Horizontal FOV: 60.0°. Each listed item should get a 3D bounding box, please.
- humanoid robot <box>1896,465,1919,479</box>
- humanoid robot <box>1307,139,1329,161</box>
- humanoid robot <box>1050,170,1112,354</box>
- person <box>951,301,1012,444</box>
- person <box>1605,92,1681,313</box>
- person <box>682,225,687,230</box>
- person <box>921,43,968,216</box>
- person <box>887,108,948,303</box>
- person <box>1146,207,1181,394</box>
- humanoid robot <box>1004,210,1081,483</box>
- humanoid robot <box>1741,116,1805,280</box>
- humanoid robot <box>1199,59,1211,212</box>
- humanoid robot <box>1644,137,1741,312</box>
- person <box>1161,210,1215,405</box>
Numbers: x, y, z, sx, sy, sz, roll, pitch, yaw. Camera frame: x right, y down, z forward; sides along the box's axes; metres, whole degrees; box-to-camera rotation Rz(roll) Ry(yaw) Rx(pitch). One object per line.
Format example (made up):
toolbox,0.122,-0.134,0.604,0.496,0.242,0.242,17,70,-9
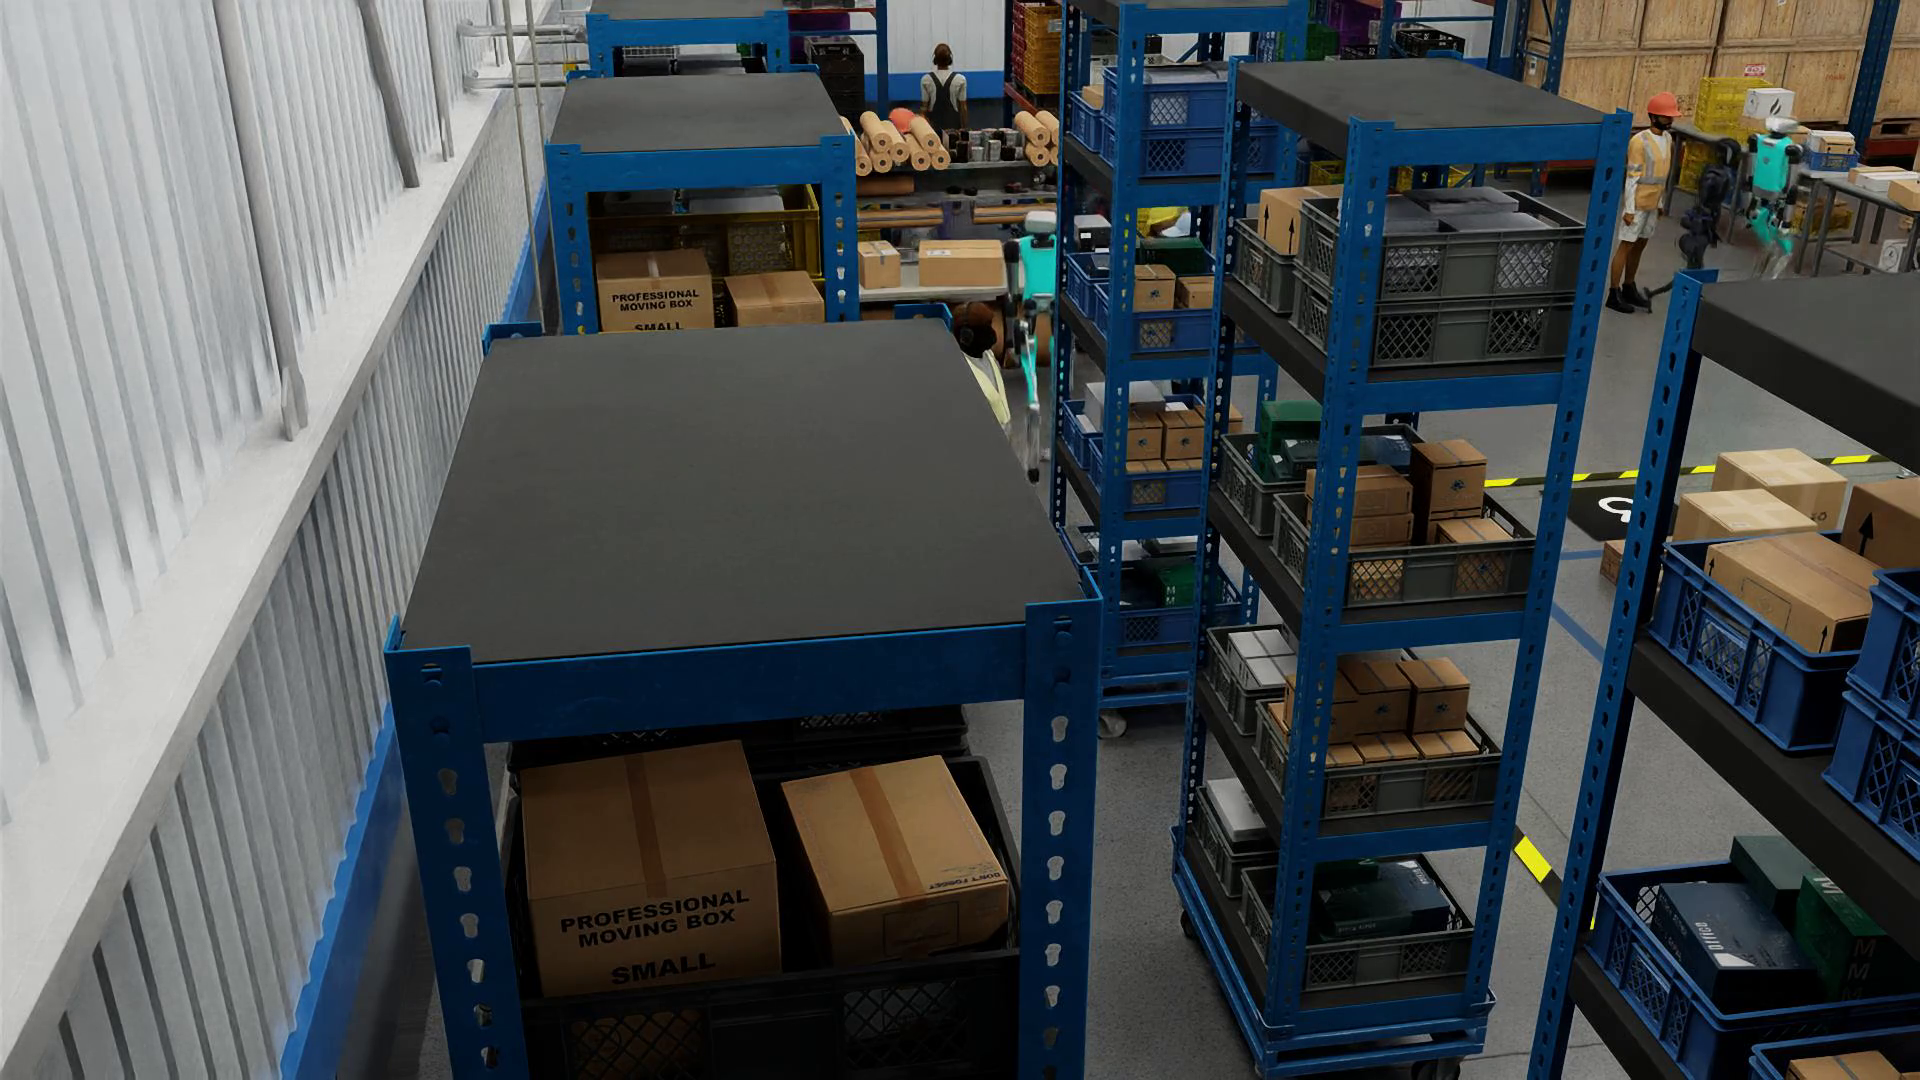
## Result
humanoid robot,6.425,-1.143,10.869,0.735,1.674,0.533,-11,27,-22
humanoid robot,3.973,-4.447,18.308,0.446,1.646,0.603,-6,25,-13
humanoid robot,1.001,-2.280,13.598,0.585,1.640,0.549,-3,25,-5
person,0.077,-0.448,9.387,0.429,1.846,0.626,8,26,16
person,6.115,-3.007,14.838,0.542,1.939,0.357,-18,30,-34
person,-2.220,-2.683,14.243,0.570,1.849,0.460,3,25,6
person,-0.171,-4.448,18.079,0.505,1.846,0.346,0,25,0
person,-0.386,-2.555,13.775,0.743,2.003,0.621,-12,27,-25
person,1.526,-1.658,12.188,0.504,1.705,0.745,7,26,15
humanoid robot,0.564,-1.265,11.347,0.544,1.832,0.898,1,25,2
humanoid robot,7.355,-2.909,14.880,0.834,1.785,0.600,-11,27,-22
humanoid robot,2.643,-4.160,17.592,0.547,1.734,1.026,2,25,5
humanoid robot,6.400,-2.727,14.570,0.674,1.618,0.608,20,31,36
person,1.517,-1.312,11.256,0.386,1.850,0.599,-5,25,-11
